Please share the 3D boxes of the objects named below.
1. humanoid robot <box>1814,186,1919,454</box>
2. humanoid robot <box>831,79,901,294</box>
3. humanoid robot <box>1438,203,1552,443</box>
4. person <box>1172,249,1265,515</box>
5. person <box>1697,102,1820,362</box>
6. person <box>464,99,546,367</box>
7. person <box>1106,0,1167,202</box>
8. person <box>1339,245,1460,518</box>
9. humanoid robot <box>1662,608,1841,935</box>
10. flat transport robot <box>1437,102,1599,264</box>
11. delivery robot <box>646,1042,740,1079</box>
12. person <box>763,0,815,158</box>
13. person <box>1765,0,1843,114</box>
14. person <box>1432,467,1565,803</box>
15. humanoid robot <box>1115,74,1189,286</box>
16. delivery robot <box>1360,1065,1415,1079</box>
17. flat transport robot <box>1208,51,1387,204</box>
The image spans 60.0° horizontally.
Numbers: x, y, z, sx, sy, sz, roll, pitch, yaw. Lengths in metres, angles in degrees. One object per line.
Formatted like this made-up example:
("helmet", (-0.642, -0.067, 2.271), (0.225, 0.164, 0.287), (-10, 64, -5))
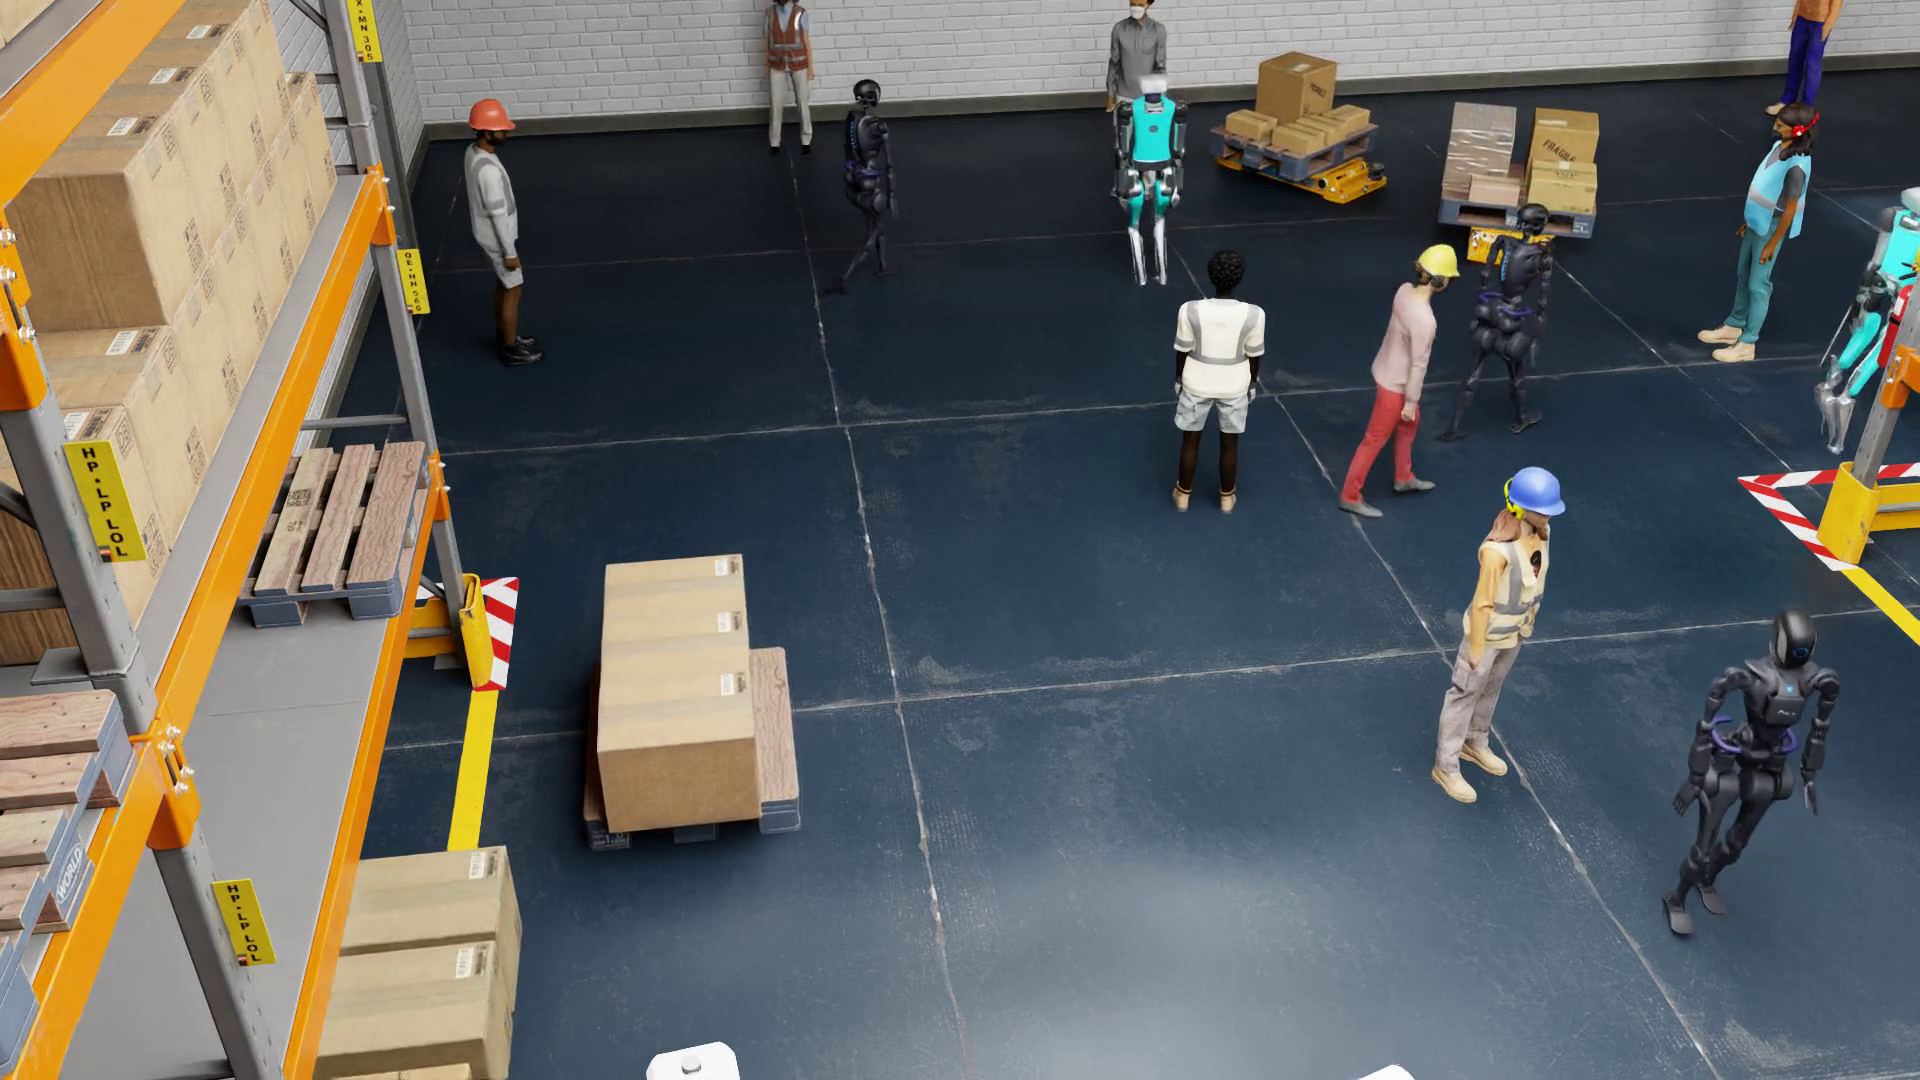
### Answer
("humanoid robot", (5.740, -1.342, 10.587), (0.668, 1.809, 0.550), (-10, 34, -15))
("humanoid robot", (-0.750, -2.714, 12.763), (0.741, 1.635, 0.593), (-25, 40, -33))
("humanoid robot", (3.539, -1.403, 10.744), (0.740, 1.629, 0.588), (-18, 37, -25))
("person", (1.533, -0.926, 9.971), (0.534, 1.692, 0.320), (4, 33, 6))
("person", (5.662, -2.163, 11.705), (0.391, 1.868, 0.514), (2, 33, 3))
("person", (-3.190, -2.127, 11.604), (0.386, 1.923, 0.546), (-15, 36, -21))
("person", (1.516, -3.851, 14.281), (0.530, 1.887, 0.409), (8, 34, 12))
("person", (2.693, -0.947, 9.970), (0.696, 1.722, 0.542), (-1, 33, -1))
("humanoid robot", (3.367, 0.969, 7.092), (0.603, 1.652, 0.397), (1, 33, 1))
("flat transport robot", (4.615, -2.652, 13.916), (0.659, 0.231, 1.431), (9, 34, 14))
("delivery robot", (-0.938, 2.258, 6.128), (0.499, 0.592, 0.774), (-9, 34, -13))
("person", (-1.559, -4.340, 15.209), (0.459, 1.679, 0.311), (0, 33, 1))
("person", (8.224, -5.038, 16.021), (0.401, 1.973, 0.517), (-10, 34, -14))
("person", (2.547, 0.428, 7.815), (0.468, 1.778, 0.323), (-25, 41, -33))
("humanoid robot", (1.439, -2.723, 12.777), (0.546, 1.860, 0.774), (2, 33, 3))
("delivery robot", (1.681, 2.304, 6.047), (0.499, 0.581, 0.774), (-15, 36, -22))
("flat transport robot", (3.076, -3.390, 15.048), (0.659, 0.231, 1.431), (-28, 42, -36))
